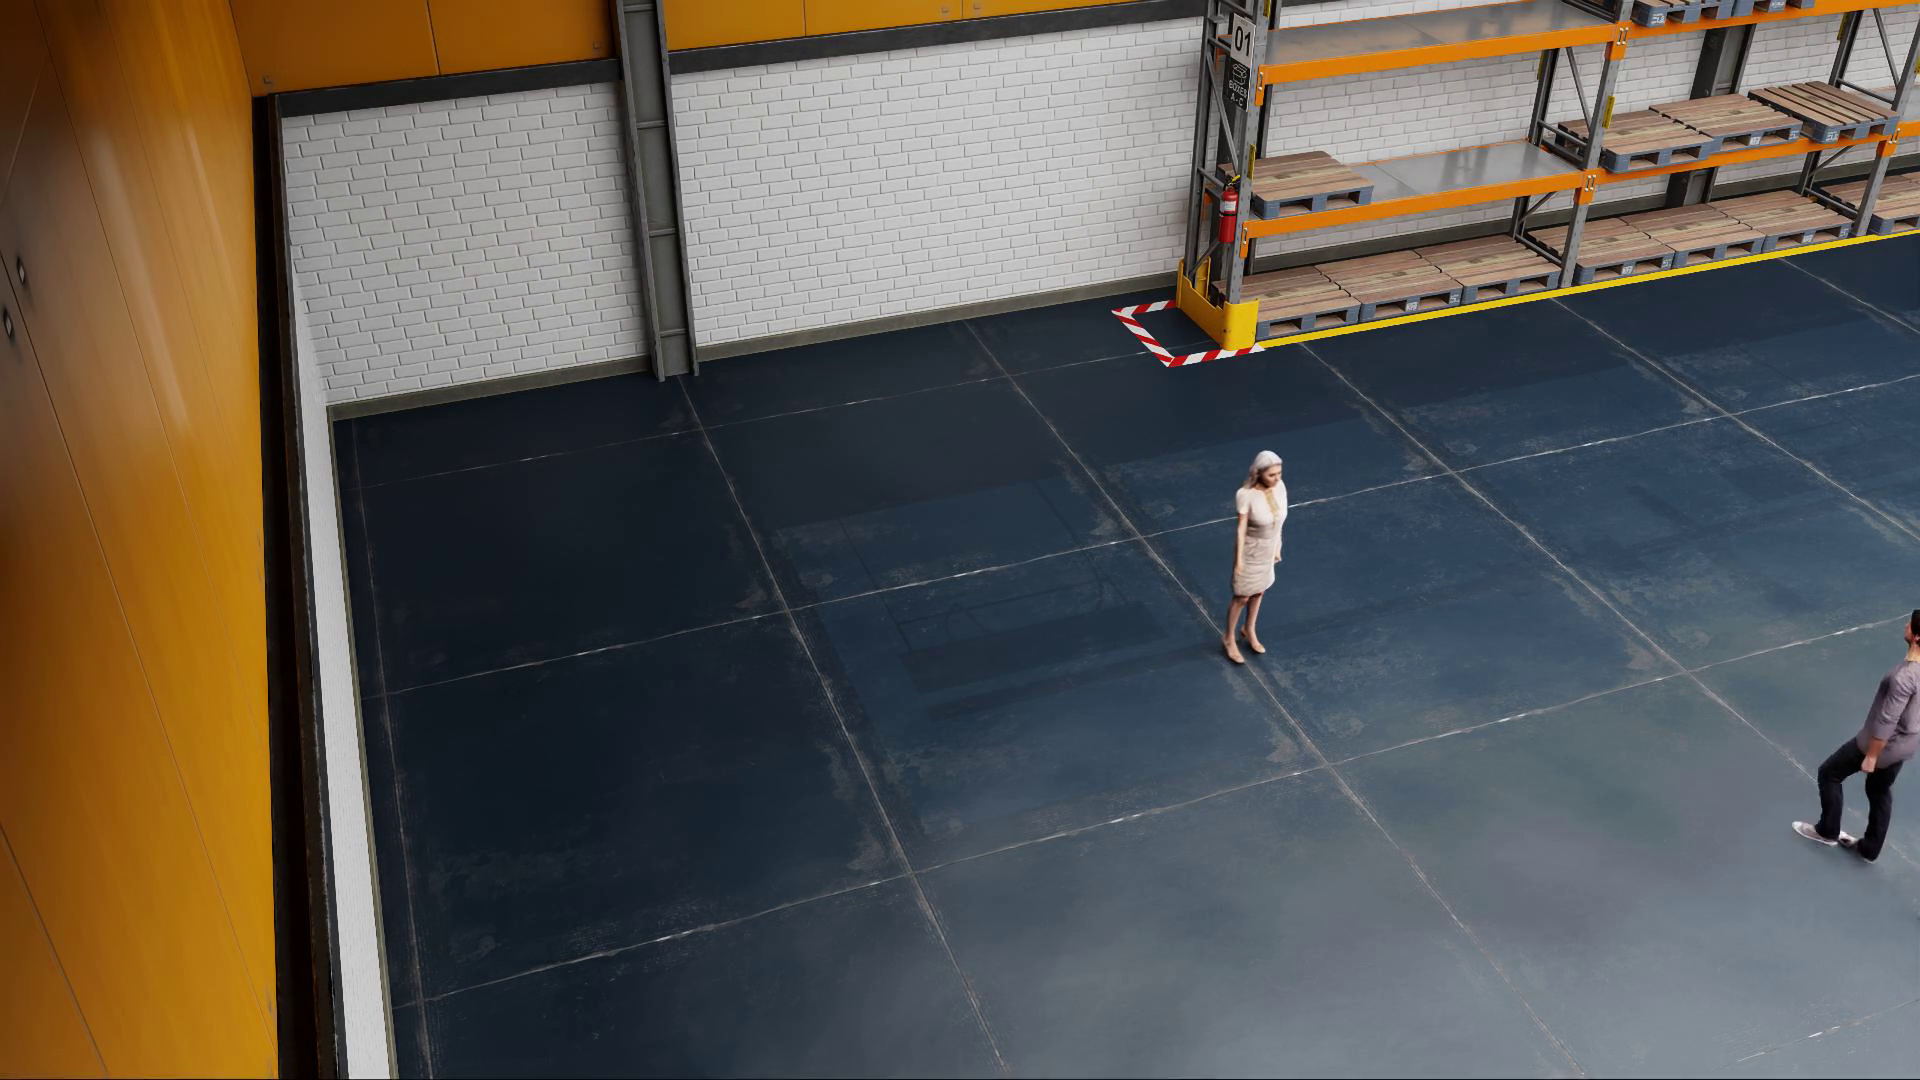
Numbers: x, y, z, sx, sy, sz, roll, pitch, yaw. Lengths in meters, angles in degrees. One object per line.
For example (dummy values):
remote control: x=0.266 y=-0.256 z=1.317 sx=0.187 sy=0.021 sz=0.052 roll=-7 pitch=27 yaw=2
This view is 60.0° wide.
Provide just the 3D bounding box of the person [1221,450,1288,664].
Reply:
person: x=2.105 y=0.110 z=11.921 sx=0.568 sy=1.734 sz=0.710 roll=-21 pitch=39 yaw=-29

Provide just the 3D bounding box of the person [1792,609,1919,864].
person: x=5.699 y=1.262 z=10.097 sx=0.706 sy=1.834 sz=0.819 roll=-18 pitch=38 yaw=-25
